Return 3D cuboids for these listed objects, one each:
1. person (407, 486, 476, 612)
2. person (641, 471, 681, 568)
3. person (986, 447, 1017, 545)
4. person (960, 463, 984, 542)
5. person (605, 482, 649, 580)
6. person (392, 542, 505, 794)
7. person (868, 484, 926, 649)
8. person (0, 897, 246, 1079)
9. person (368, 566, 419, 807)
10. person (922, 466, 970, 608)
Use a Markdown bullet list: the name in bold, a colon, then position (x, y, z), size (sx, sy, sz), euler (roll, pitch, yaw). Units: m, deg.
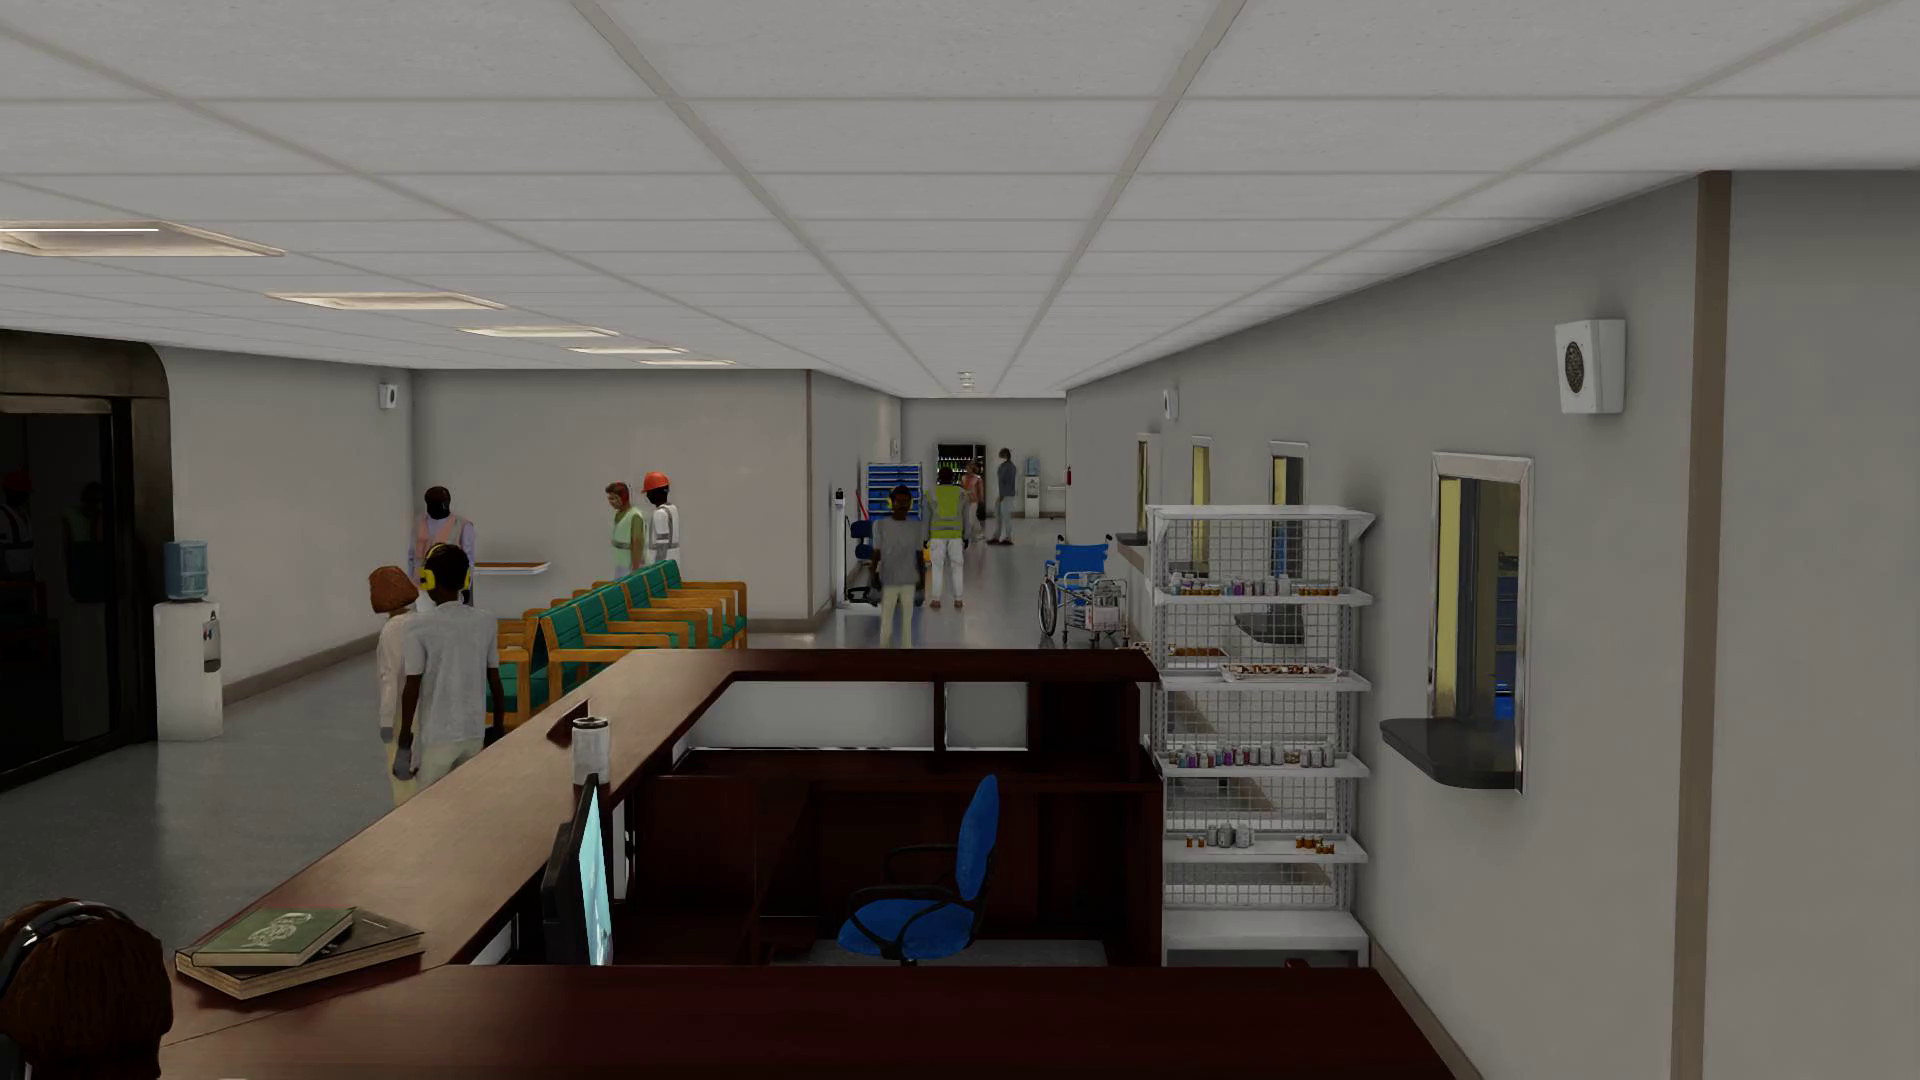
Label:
- **person**: position (-4.735, 0.427, 15.123), size (0.619, 1.838, 0.430), euler (1, 4, 7)
- **person**: position (-2.972, 0.282, 16.503), size (0.375, 1.928, 0.542), euler (0, 4, 3)
- **person**: position (0.767, -0.834, 32.327), size (0.654, 1.920, 0.652), euler (-2, 4, -25)
- **person**: position (0.230, -0.769, 33.574), size (0.534, 1.593, 0.871), euler (3, 5, 40)
- **person**: position (-3.388, 0.298, 17.130), size (0.547, 1.806, 0.599), euler (-3, 5, -35)
- **person**: position (-2.350, 0.942, 7.754), size (0.363, 1.854, 0.526), euler (3, 5, 37)
- **person**: position (-0.578, 0.413, 15.166), size (0.545, 1.856, 0.522), euler (-1, 4, -13)
- **person**: position (-1.067, 1.354, 2.061), size (0.430, 1.845, 0.619), euler (2, 5, 28)
- **person**: position (-3.126, 0.954, 9.197), size (0.346, 1.625, 0.530), euler (0, 4, -1)
- **person**: position (-0.185, -0.037, 21.574), size (0.634, 1.842, 0.429), euler (-1, 4, -10)
